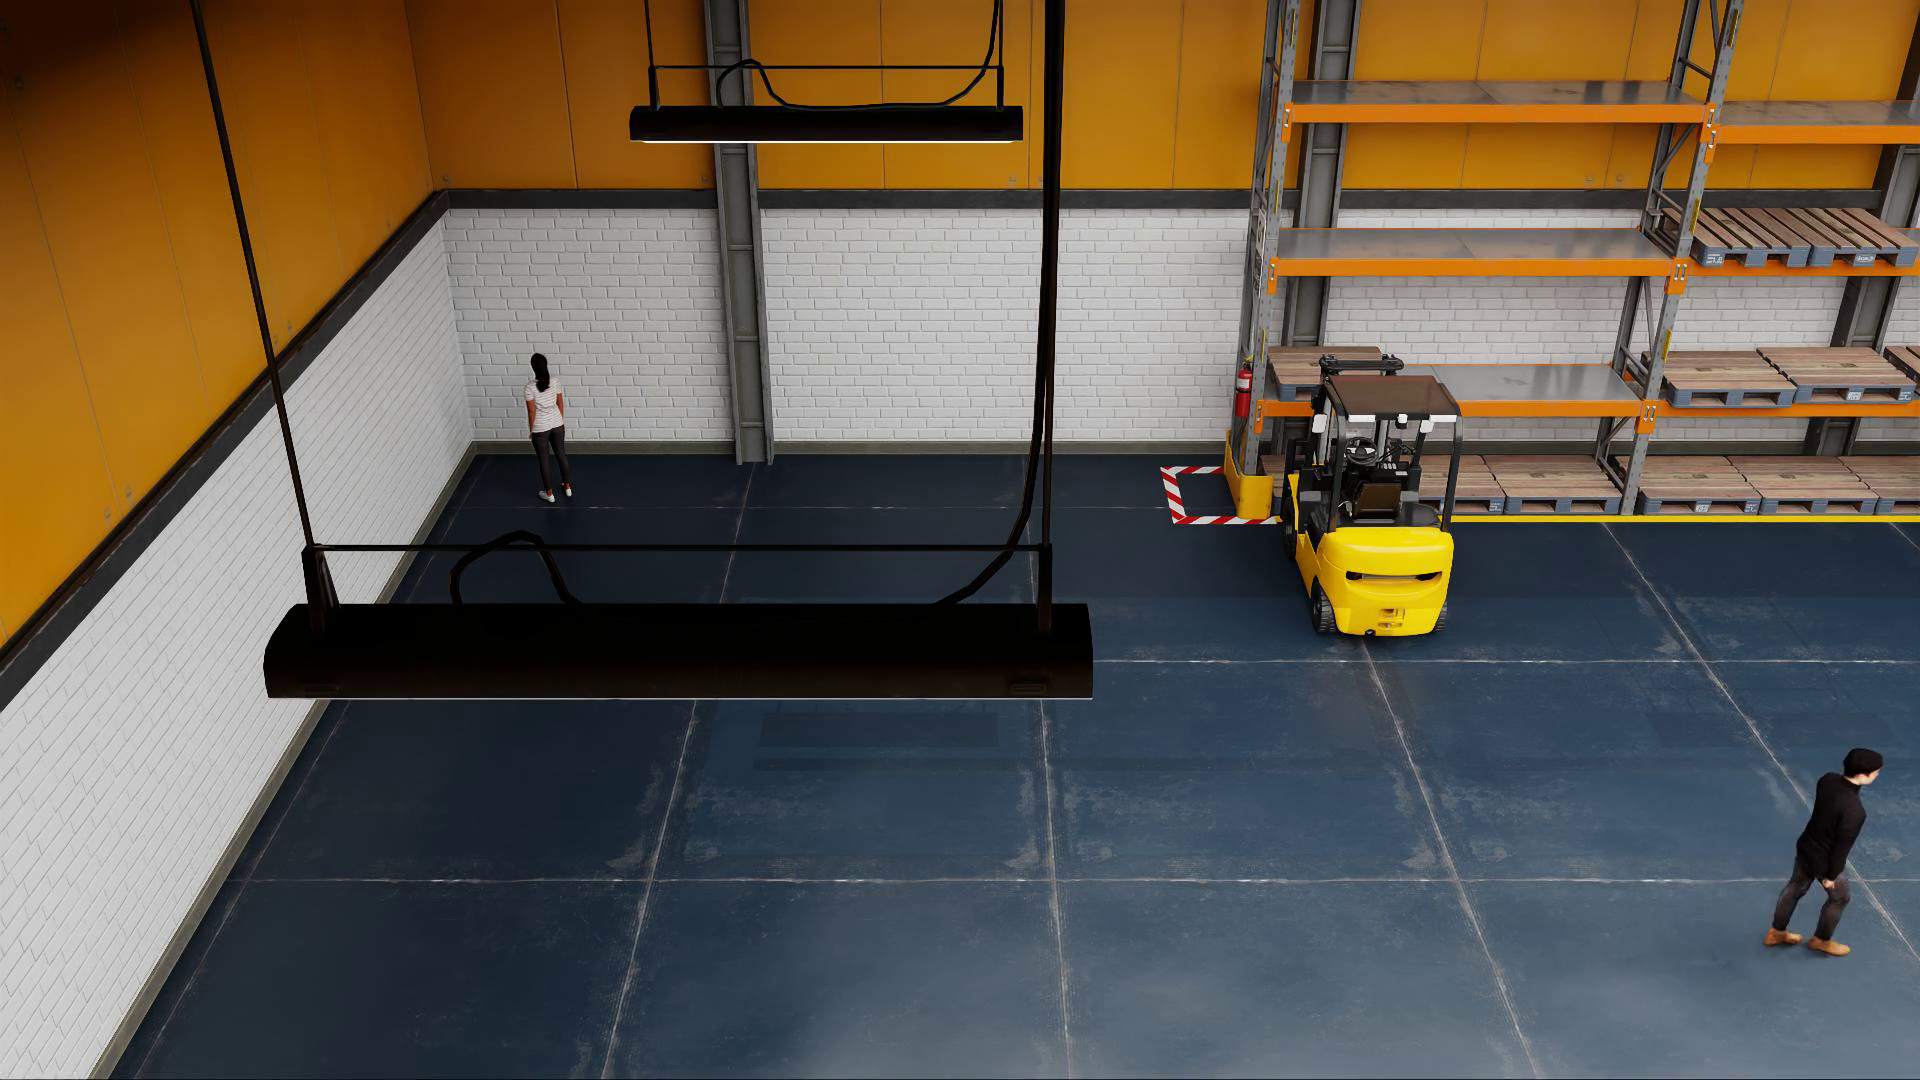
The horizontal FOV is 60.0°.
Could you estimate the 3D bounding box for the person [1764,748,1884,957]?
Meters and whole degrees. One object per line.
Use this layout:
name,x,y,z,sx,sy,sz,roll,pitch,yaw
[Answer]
person,5.813,2.123,11.321,0.790,1.705,0.692,-3,29,-5

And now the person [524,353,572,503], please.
person,-4.329,-1.193,17.459,0.643,1.647,0.715,-22,35,-34
